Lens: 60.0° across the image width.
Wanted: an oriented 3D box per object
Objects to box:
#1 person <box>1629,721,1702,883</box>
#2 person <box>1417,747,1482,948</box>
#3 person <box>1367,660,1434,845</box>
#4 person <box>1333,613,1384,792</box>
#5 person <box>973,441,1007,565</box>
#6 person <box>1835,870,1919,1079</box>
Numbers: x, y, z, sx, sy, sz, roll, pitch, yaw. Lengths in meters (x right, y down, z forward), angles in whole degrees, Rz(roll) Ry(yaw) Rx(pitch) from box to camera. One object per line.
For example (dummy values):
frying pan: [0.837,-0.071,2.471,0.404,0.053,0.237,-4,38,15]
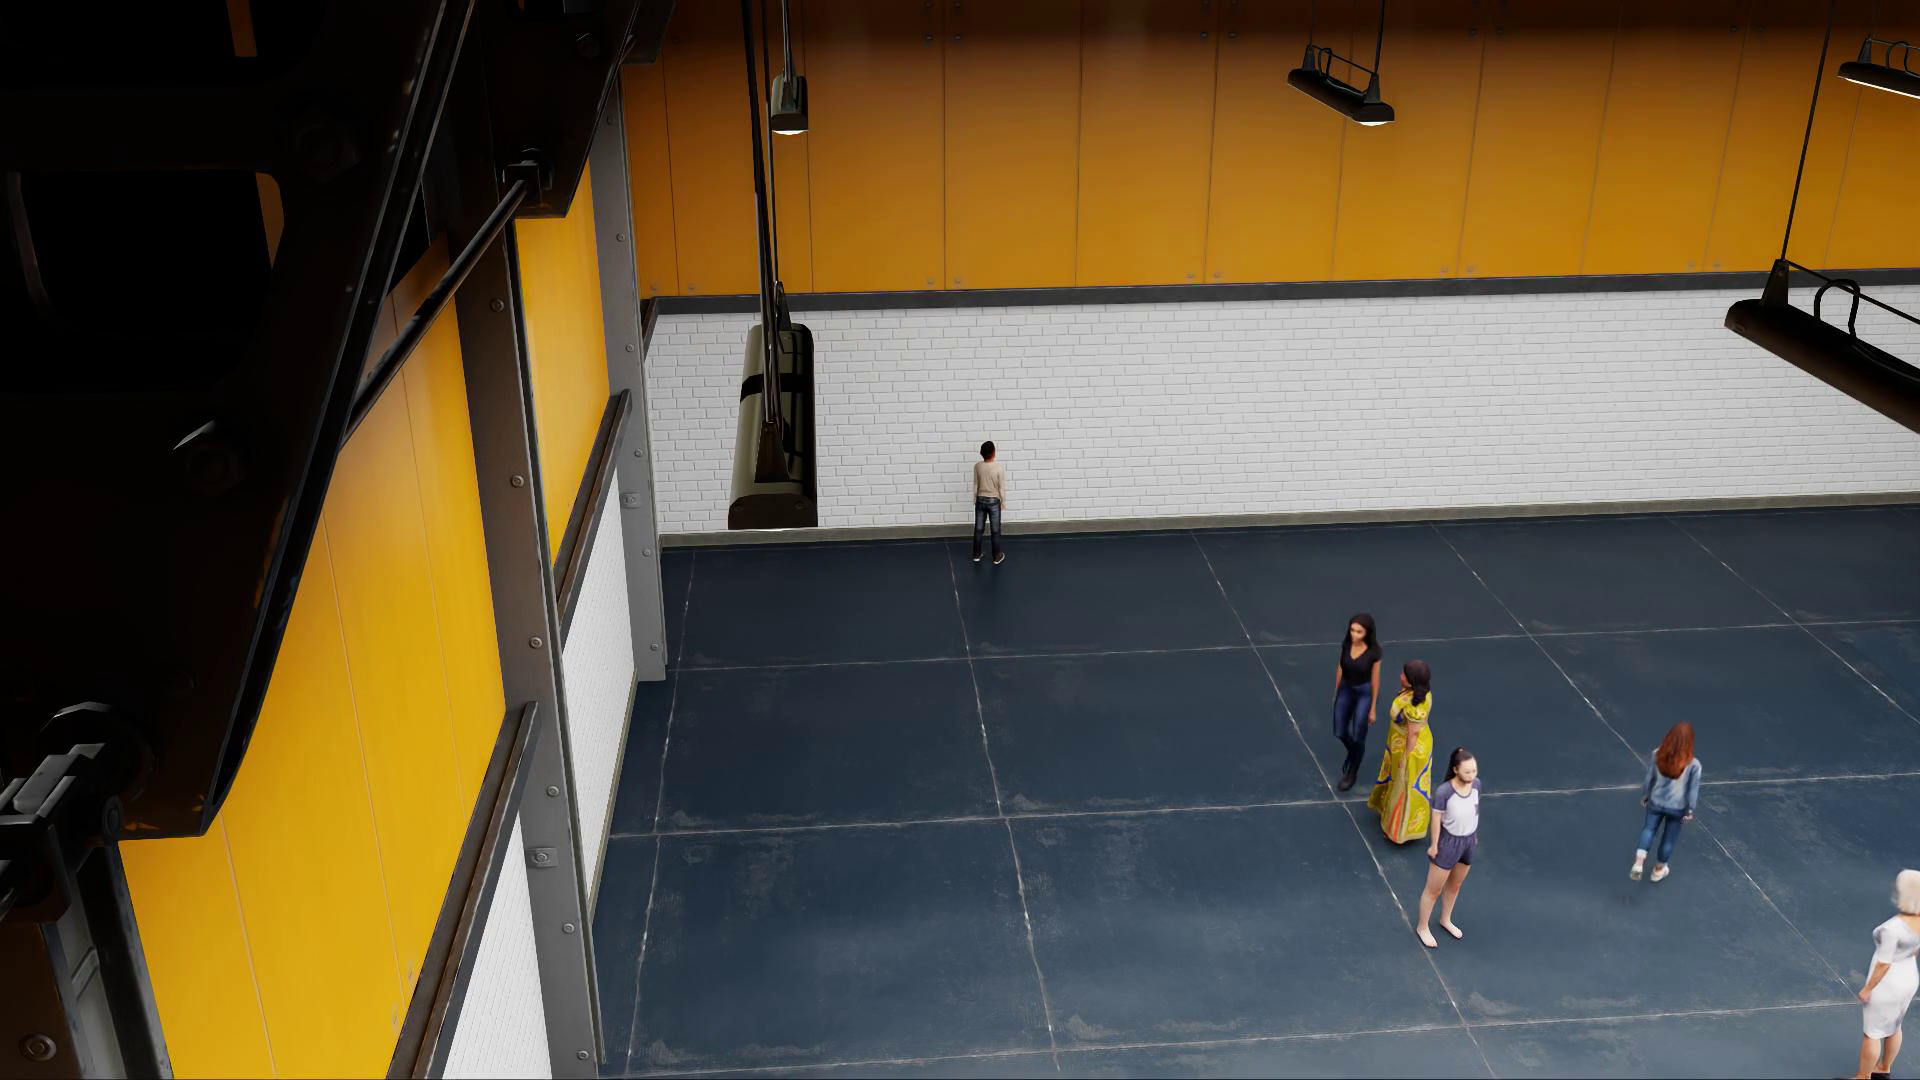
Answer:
person: [5.642,2.138,13.325,0.804,1.470,0.856,20,31,39]
person: [3.745,2.324,12.675,0.660,1.649,0.633,-11,26,-24]
person: [3.778,1.747,13.982,1.024,1.659,0.873,7,24,15]
person: [3.557,1.386,14.727,0.787,1.724,0.848,17,29,34]
person: [0.322,-0.435,19.224,0.601,1.460,0.601,7,25,16]
person: [6.220,2.959,11.096,0.625,1.750,0.615,-11,26,-23]
